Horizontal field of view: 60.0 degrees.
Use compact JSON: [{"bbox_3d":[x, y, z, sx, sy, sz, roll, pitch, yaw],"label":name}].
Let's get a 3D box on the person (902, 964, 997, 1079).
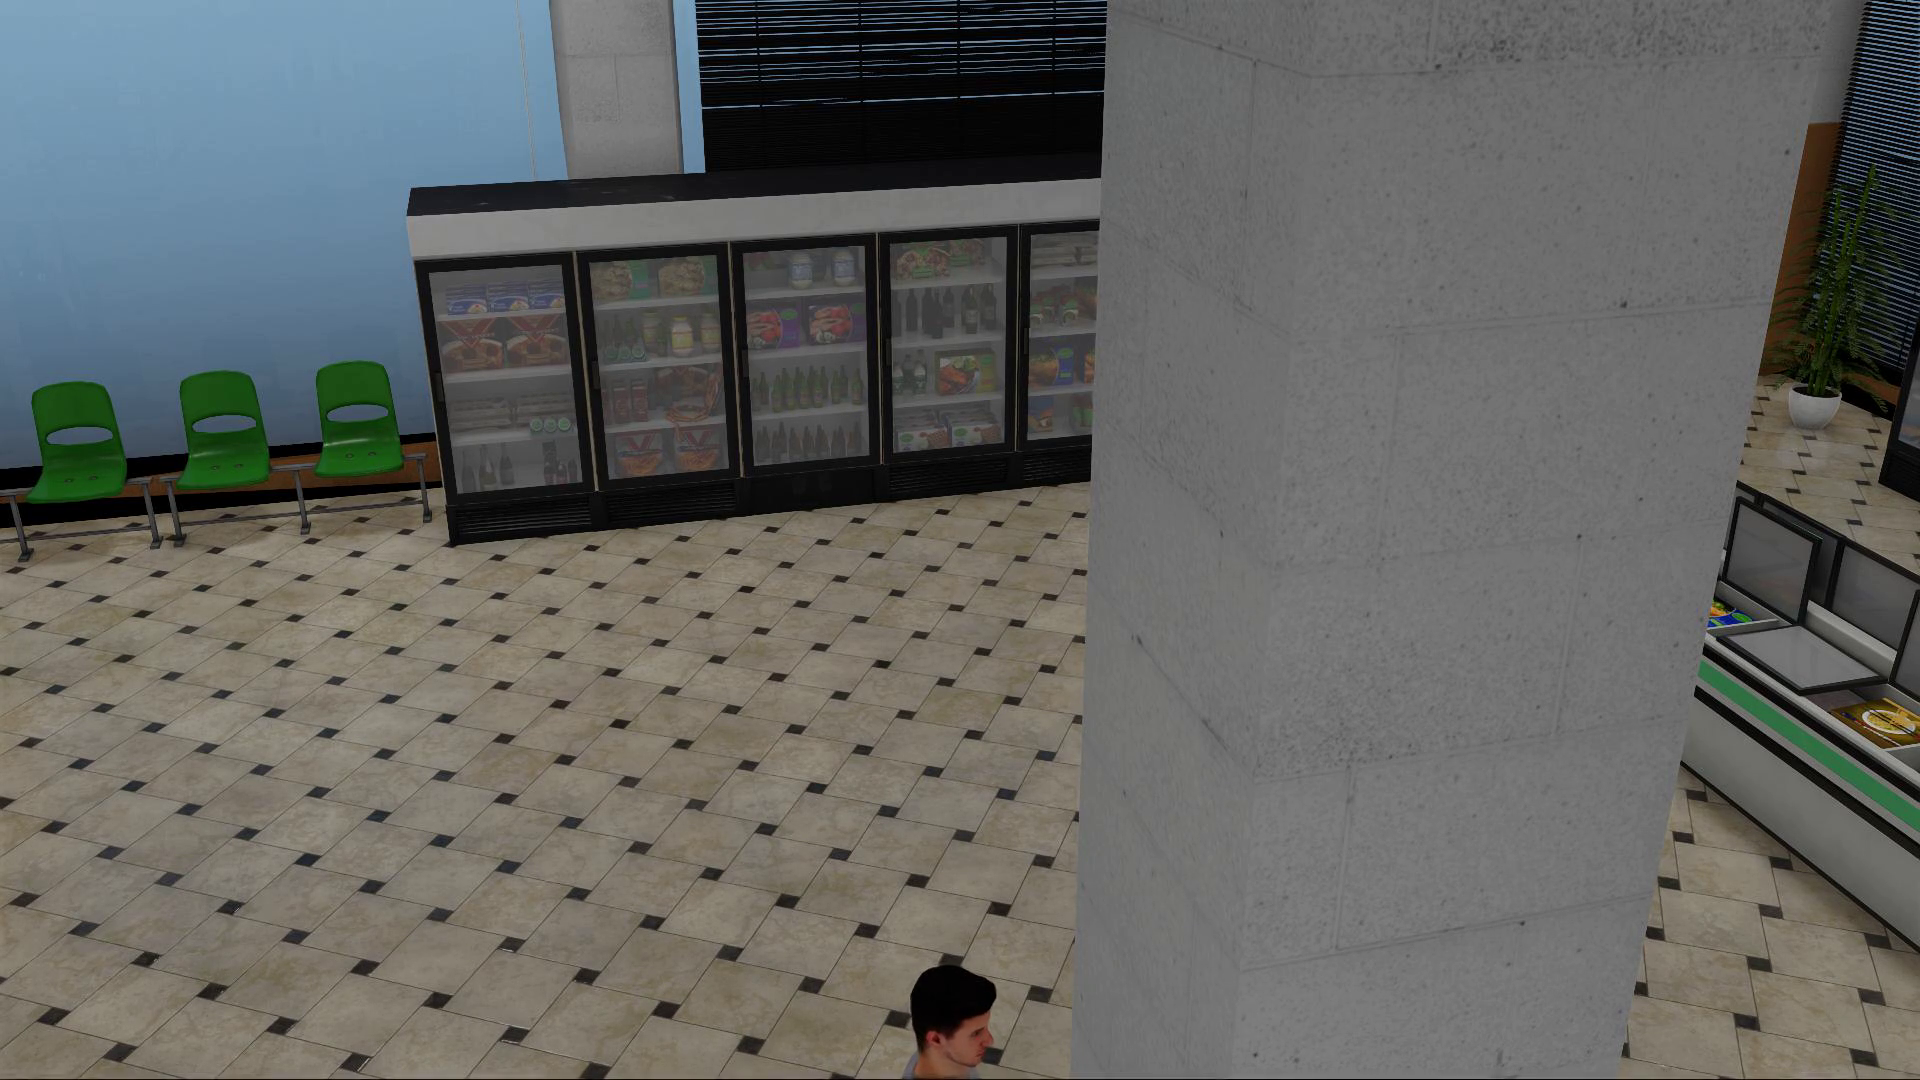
[{"bbox_3d":[-0.054,1.997,4.687,0.801,1.886,0.635,2,24,4],"label":"person"}]
